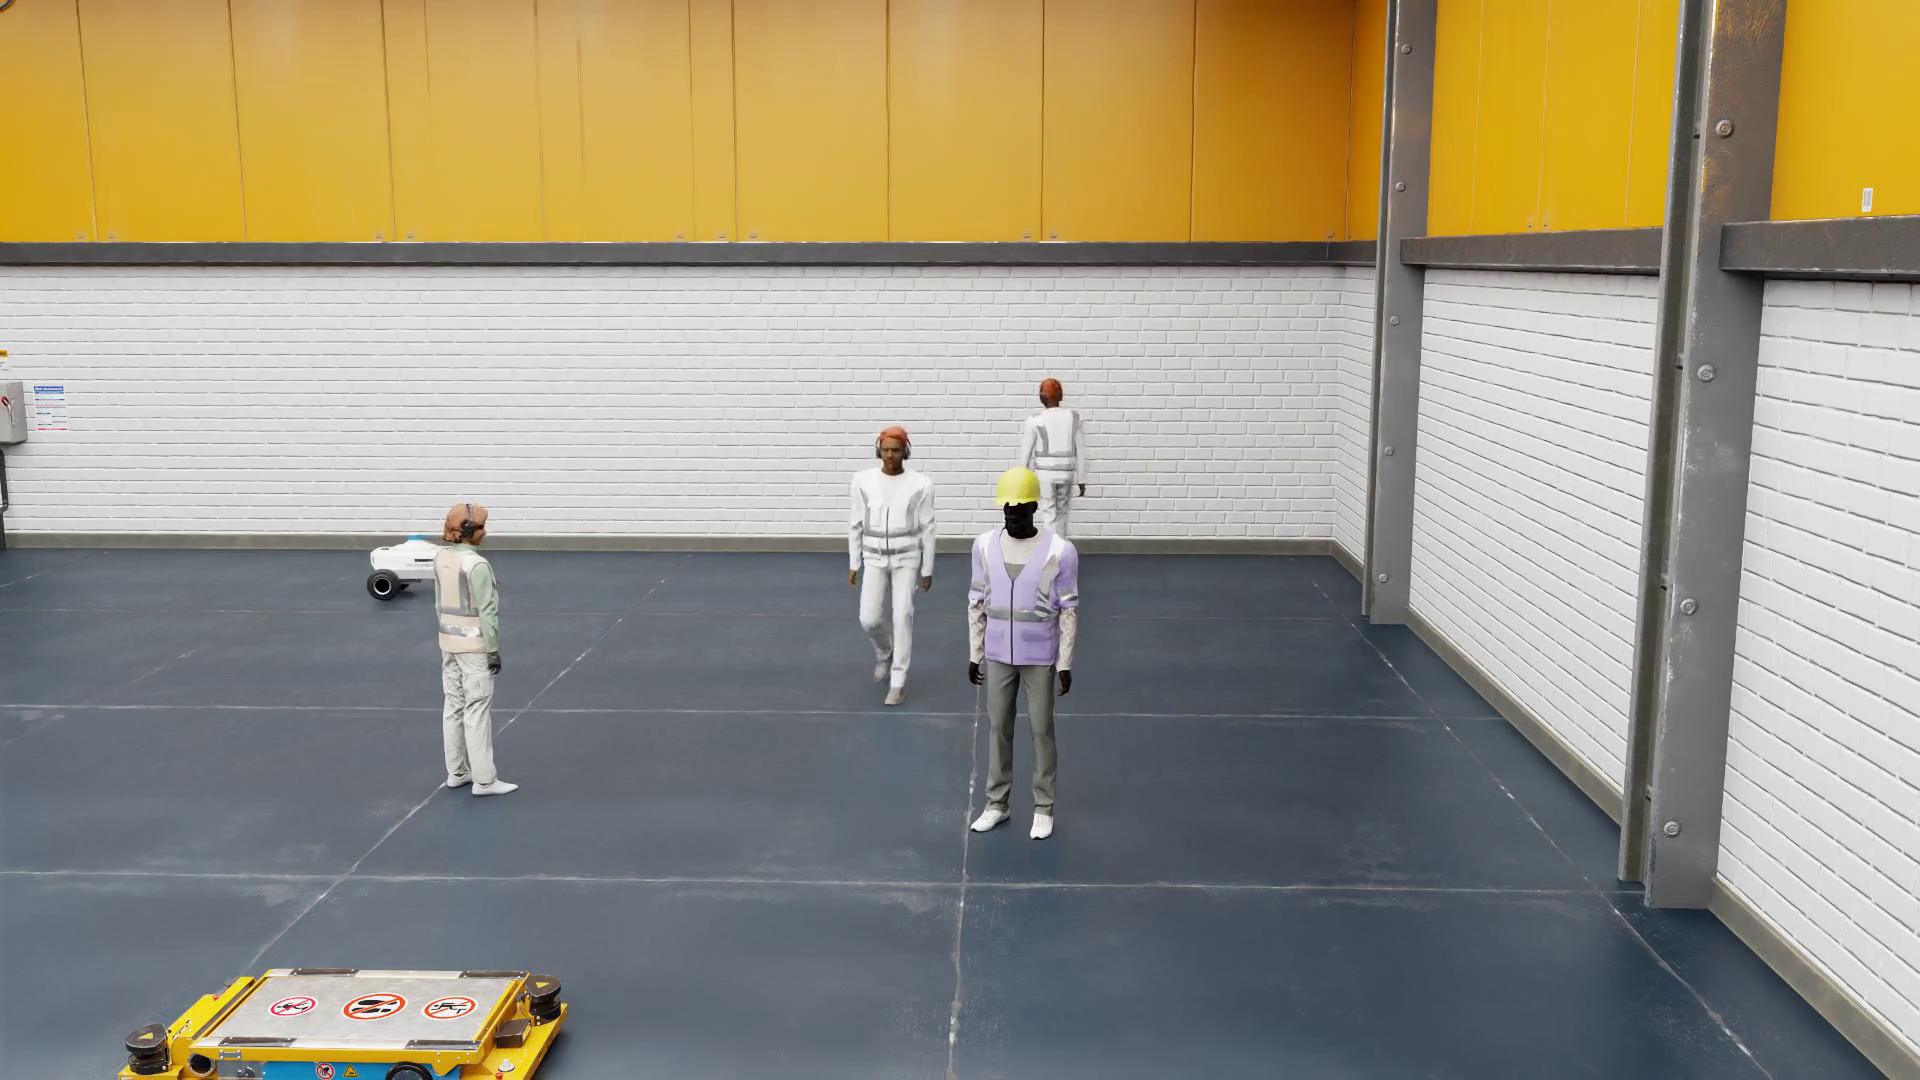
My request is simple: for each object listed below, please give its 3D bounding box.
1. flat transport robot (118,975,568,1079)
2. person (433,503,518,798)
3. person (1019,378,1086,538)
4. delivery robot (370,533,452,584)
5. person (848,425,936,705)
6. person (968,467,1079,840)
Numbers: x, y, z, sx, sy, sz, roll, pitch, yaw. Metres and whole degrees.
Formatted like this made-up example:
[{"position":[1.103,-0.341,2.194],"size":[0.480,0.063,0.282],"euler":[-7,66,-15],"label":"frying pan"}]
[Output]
[{"position":[-2.249,1.820,6.161],"size":[1.431,0.197,0.652],"euler":[0,10,2],"label":"flat transport robot"},{"position":[-2.727,0.609,9.251],"size":[0.513,1.639,0.311],"euler":[9,13,42],"label":"person"},{"position":[0.811,-0.580,15.532],"size":[0.610,1.864,0.759],"euler":[-3,10,-19],"label":"person"},{"position":[-4.797,0.180,14.655],"size":[0.707,0.478,0.477],"euler":[-1,10,-4],"label":"delivery robot"},{"position":[-0.453,0.158,11.212],"size":[0.595,1.871,0.520],"euler":[1,10,8],"label":"person"},{"position":[0.311,0.580,8.579],"size":[0.591,1.927,0.366],"euler":[4,10,21],"label":"person"}]
